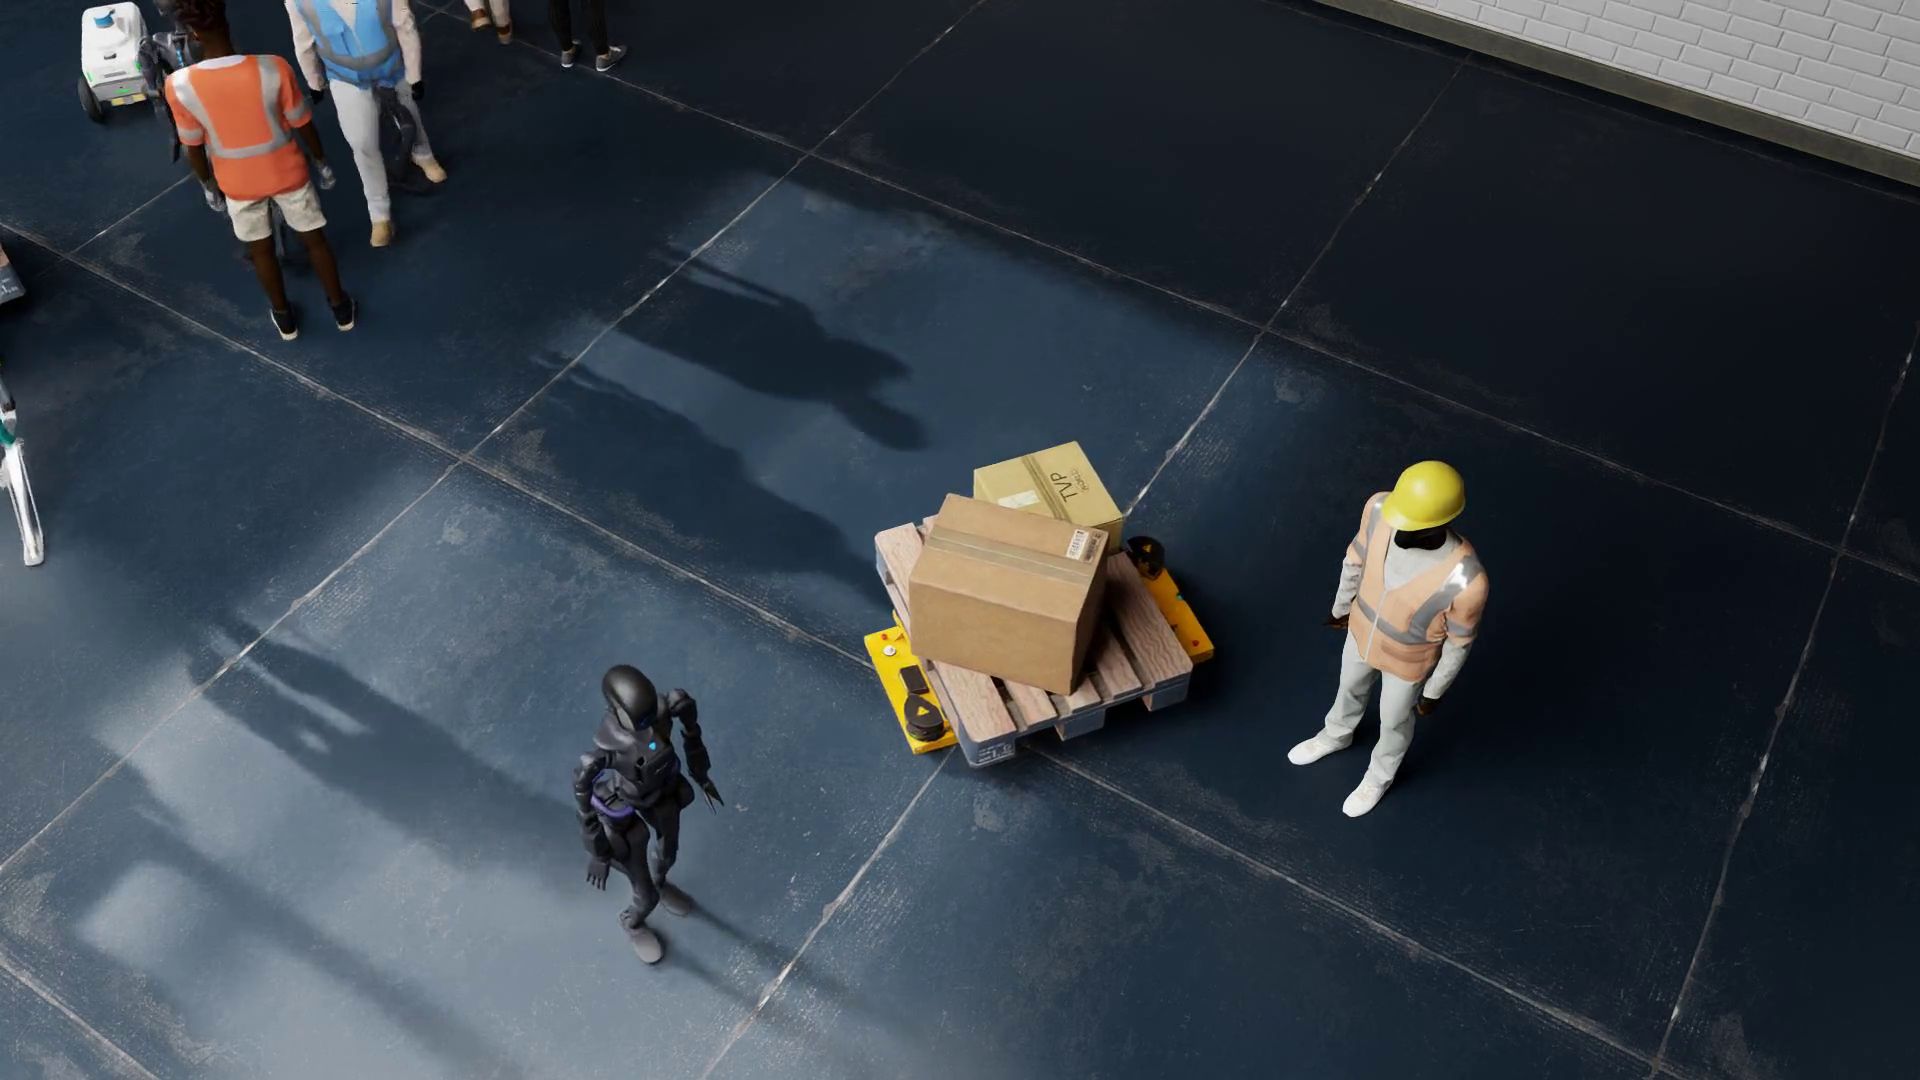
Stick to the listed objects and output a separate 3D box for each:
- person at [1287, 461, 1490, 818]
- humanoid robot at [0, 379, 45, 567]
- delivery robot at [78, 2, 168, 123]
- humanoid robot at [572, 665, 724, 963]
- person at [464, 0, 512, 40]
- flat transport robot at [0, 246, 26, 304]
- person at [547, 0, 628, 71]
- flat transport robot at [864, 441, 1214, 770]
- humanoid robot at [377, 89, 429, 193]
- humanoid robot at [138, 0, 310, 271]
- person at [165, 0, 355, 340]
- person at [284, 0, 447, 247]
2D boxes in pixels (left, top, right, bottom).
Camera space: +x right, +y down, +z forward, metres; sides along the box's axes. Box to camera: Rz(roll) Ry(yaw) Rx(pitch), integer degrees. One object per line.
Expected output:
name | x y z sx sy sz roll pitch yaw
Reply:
person | 1.641 0.390 6.374 0.379 1.924 0.592 -28 55 -22
humanoid robot | -4.558 -0.663 7.495 0.543 1.883 0.765 -22 52 -18
delivery robot | -5.170 -2.939 10.207 0.524 0.614 0.786 -15 50 -12
humanoid robot | -1.164 0.960 6.052 0.385 1.643 0.585 35 57 27
person | -3.056 -4.000 10.184 0.663 1.964 0.457 -15 51 -13
flat transport robot | -5.719 -1.262 8.918 0.659 0.231 1.431 -29 55 -23
person | -2.387 -3.661 10.026 0.755 1.757 0.449 13 50 11
flat transport robot | 0.352 0.451 7.421 1.431 0.231 0.659 -17 51 -14
humanoid robot | -3.215 -2.726 9.268 0.338 1.646 0.587 -7 49 -6
humanoid robot | -3.891 -2.109 8.730 0.612 1.646 0.466 -5 49 -4
person | -3.478 -1.846 8.314 0.620 1.952 0.414 -15 50 -12
person | -3.221 -2.535 9.038 0.650 1.770 0.858 -17 51 -14
